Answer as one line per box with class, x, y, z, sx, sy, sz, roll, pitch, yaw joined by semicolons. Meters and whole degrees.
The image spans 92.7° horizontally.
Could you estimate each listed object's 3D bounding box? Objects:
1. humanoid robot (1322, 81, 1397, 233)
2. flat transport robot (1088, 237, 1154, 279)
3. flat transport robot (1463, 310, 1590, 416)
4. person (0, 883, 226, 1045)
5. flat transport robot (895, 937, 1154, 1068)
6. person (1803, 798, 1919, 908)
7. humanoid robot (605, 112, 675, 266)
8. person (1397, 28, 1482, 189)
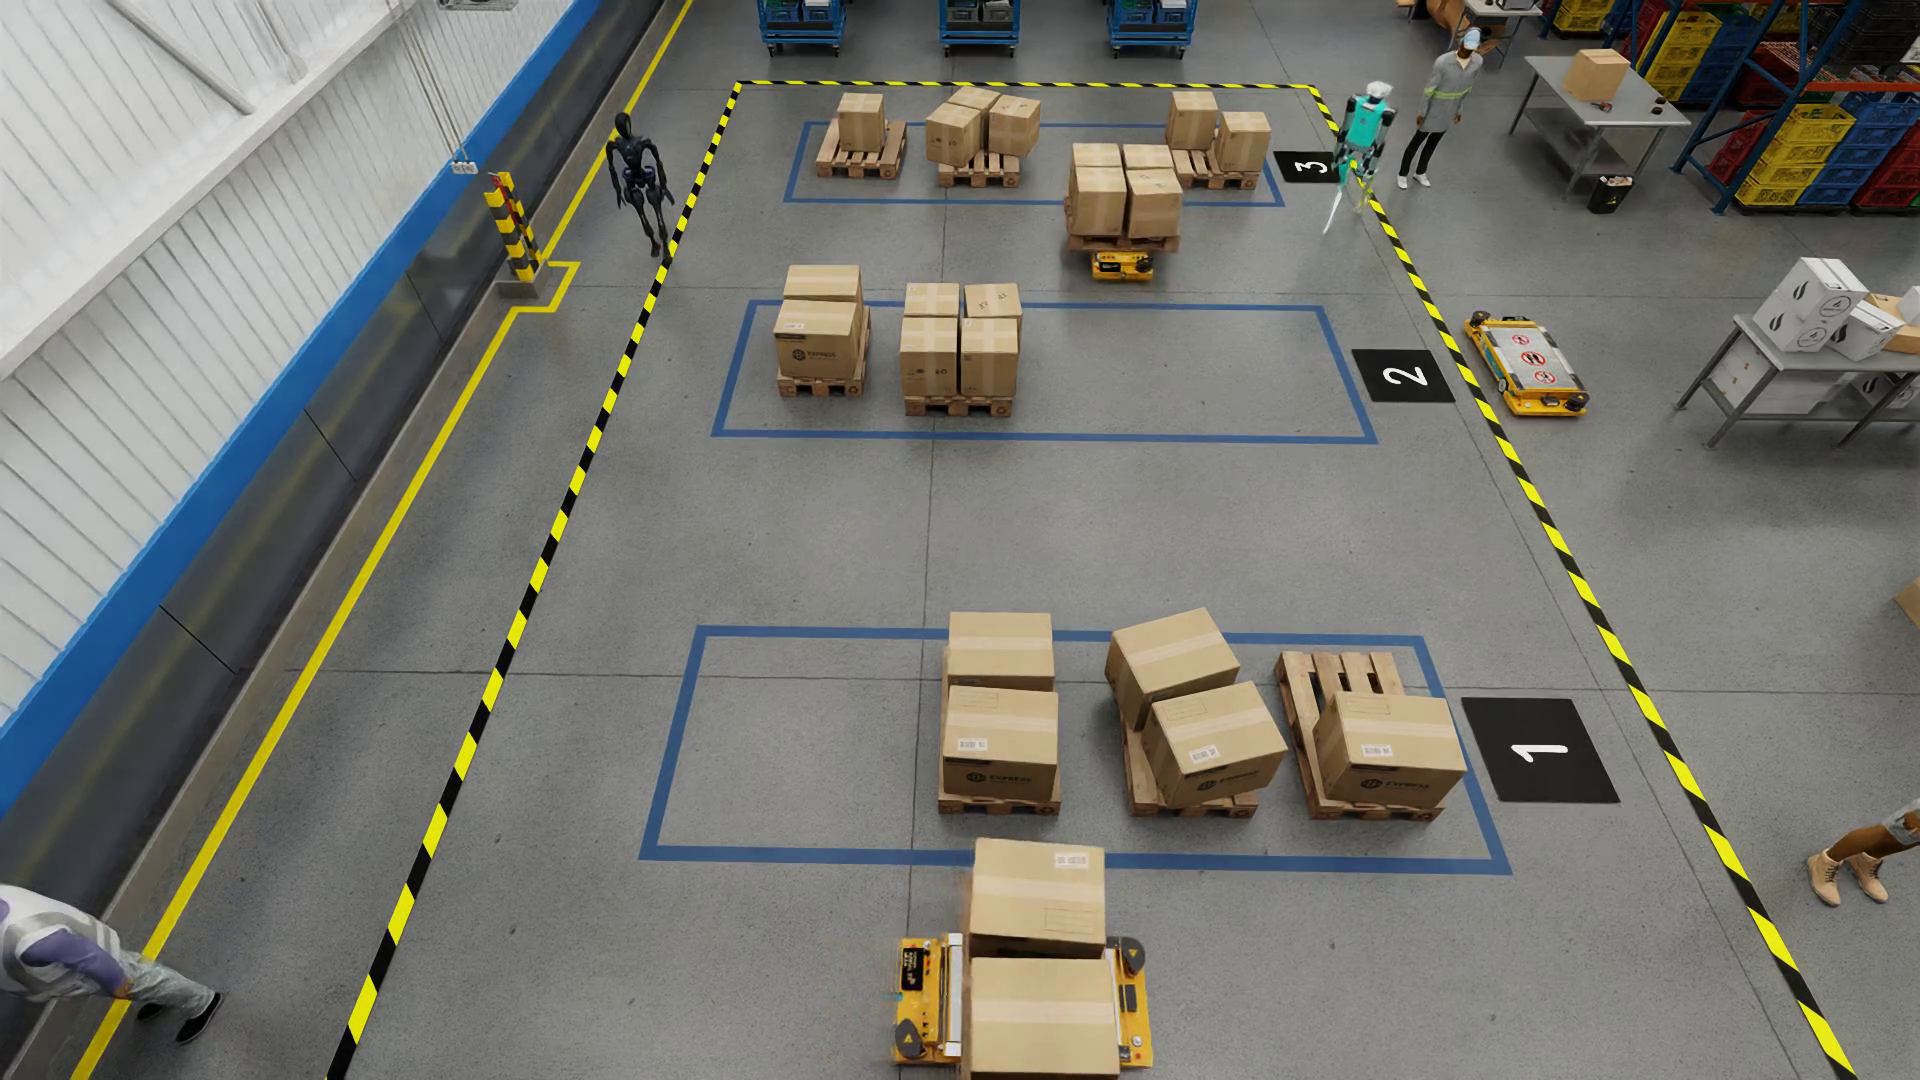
humanoid robot;4.605;-4.382;10.375;0.556;1.765;0.979;35;58;26
flat transport robot;1.811;-3.488;10.534;0.652;0.197;1.431;1;49;1
flat transport robot;5.573;-1.757;9.054;0.659;0.231;1.431;1;49;1
person;-4.488;2.144;4.642;0.599;1.829;0.404;18;52;15
flat transport robot;0.361;2.623;5.244;1.431;0.197;0.652;1;49;1
person;5.611;1.509;5.062;0.604;2.033;0.387;-1;49;-1
humanoid robot;-3.428;-3.775;9.872;0.616;1.638;0.513;-7;49;-6
person;5.735;-5.109;10.911;0.587;1.848;0.396;-7;49;-6
